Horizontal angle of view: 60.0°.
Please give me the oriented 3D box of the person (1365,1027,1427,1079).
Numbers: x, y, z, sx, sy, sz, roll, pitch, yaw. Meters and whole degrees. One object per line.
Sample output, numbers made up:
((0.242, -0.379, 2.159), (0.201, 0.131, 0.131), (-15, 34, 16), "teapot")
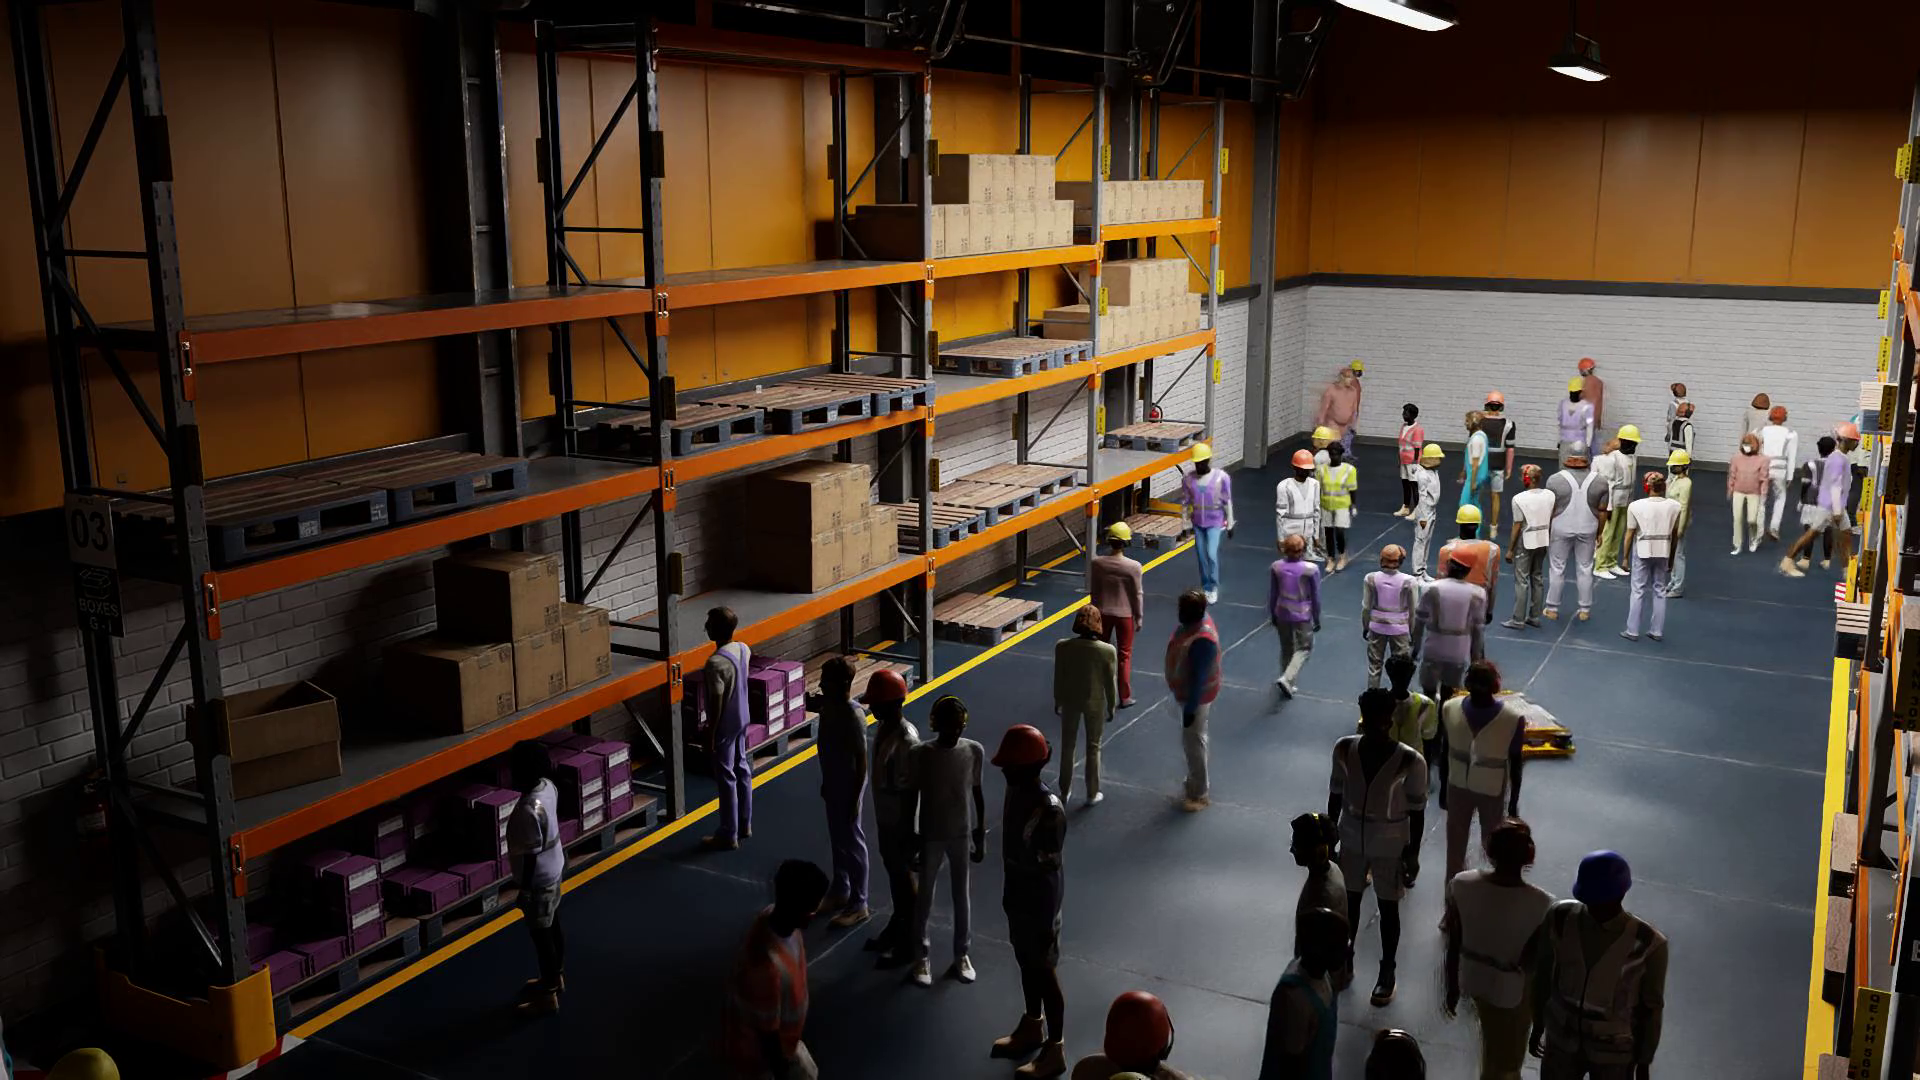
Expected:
((1.631, 2.732, 6.342), (0.504, 1.839, 0.341), (0, 13, 0), "person")

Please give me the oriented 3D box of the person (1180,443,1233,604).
((2.856, -0.200, 19.332), (0.611, 1.891, 0.556), (7, 14, 28), "person")

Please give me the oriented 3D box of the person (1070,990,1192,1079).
((0.662, 2.641, 6.407), (0.608, 1.987, 0.388), (6, 14, 25), "person")

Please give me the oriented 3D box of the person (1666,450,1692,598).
((8.434, -0.189, 19.600), (0.339, 1.761, 0.524), (3, 13, 11), "person")

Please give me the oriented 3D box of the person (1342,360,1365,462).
((6.792, -2.229, 28.733), (0.340, 1.760, 0.526), (6, 14, 27), "person")

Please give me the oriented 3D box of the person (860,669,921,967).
((-0.435, 1.746, 10.555), (0.387, 1.929, 0.544), (-5, 13, -20), "person")

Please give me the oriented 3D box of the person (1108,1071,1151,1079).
((0.616, 2.788, 6.006), (0.917, 1.875, 0.601), (4, 13, 16), "person")

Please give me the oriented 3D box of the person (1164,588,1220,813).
((1.829, 1.221, 13.201), (0.433, 1.811, 0.754), (0, 13, -1), "person")

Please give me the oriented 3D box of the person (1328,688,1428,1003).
((2.498, 1.830, 10.086), (0.614, 1.962, 0.362), (9, 15, 34), "person")

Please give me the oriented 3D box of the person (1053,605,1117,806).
((0.990, 1.309, 13.192), (0.504, 1.622, 0.296), (3, 13, 11), "person")

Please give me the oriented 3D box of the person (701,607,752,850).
((-1.741, 1.386, 12.347), (0.345, 1.847, 0.508), (5, 13, 21), "person")

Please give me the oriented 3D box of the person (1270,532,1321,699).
((3.145, 0.735, 15.757), (0.528, 1.620, 0.463), (11, 16, 40), "person")

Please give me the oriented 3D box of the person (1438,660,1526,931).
((3.496, 1.662, 11.169), (0.570, 1.826, 0.772), (8, 15, 32), "person")

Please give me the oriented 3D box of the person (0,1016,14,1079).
((-4.212, 2.589, 7.006), (0.429, 1.831, 0.635), (2, 13, 11), "person")

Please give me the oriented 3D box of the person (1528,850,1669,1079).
((2.963, 2.352, 7.811), (0.604, 1.937, 0.403), (11, 16, 39), "person")

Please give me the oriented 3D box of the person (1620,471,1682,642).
((7.362, 0.190, 17.723), (0.561, 1.838, 0.388), (0, 13, 0), "person")

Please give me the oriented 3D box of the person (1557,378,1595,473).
((9.401, -1.550, 25.408), (0.596, 1.887, 0.997), (11, 16, 39), "person")

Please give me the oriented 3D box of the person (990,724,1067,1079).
((0.368, 1.992, 9.225), (0.417, 2.034, 0.603), (-5, 14, -21), "person")

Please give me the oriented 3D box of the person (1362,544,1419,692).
((3.932, 0.844, 15.238), (0.514, 1.639, 0.311), (6, 14, 25), "person")

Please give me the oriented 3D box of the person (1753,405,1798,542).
((10.976, -0.891, 22.515), (0.573, 1.865, 0.518), (7, 15, 30), "person")

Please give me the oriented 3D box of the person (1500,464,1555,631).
((6.229, 0.080, 18.191), (0.567, 1.846, 0.389), (-6, 14, -27), "person")

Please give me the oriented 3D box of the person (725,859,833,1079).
((-0.797, 2.367, 7.792), (0.815, 1.913, 0.667), (2, 13, 9), "person")

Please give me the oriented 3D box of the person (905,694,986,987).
((-0.088, 1.842, 10.278), (0.517, 1.860, 0.322), (-3, 13, -12), "person")

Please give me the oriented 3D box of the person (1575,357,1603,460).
((10.262, -1.998, 27.222), (0.650, 1.962, 0.533), (-8, 15, -31), "person")

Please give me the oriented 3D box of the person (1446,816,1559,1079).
((2.718, 2.285, 8.405), (0.832, 1.812, 0.580), (-12, 17, -42), "person")

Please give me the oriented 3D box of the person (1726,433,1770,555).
((10.265, -0.590, 21.703), (0.513, 1.619, 0.369), (10, 16, 39), "person")

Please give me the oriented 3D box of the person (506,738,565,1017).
((-2.534, 1.997, 9.940), (0.318, 1.700, 0.535), (-1, 13, -2), "person")

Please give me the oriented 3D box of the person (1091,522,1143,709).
((1.472, 0.699, 15.614), (0.528, 1.762, 0.331), (7, 14, 28), "person")

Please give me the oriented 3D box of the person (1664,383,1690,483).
((11.473, -1.700, 26.632), (0.520, 1.636, 0.312), (-9, 16, -36), "person")

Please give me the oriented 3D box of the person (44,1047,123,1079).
((-3.245, 2.759, 6.258), (0.403, 1.824, 0.591), (0, 13, -1), "person")

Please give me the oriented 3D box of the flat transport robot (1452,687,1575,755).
((4.901, 1.606, 14.917), (0.652, 0.197, 1.431), (-1, 13, -4), "flat transport robot")

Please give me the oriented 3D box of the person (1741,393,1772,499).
((12.184, -1.434, 25.446), (0.285, 1.634, 0.499), (-7, 14, -28), "person")

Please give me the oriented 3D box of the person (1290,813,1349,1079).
((1.787, 2.257, 8.425), (0.333, 1.858, 0.510), (2, 13, 8), "person")

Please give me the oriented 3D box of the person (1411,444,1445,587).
((5.672, -0.300, 20.128), (0.300, 1.743, 0.488), (7, 14, 29), "person")

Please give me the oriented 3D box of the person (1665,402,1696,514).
((10.582, -1.206, 24.421), (0.307, 1.637, 0.512), (-1, 13, -6), "person")

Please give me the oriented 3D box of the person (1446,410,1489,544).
((6.841, -0.833, 22.296), (0.431, 1.837, 0.523), (6, 14, 27), "person")

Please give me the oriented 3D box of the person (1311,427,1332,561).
((4.647, -0.596, 21.450), (0.311, 1.744, 0.486), (9, 15, 34), "person")

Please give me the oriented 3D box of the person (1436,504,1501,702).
((4.749, 0.617, 15.638), (0.582, 1.919, 0.395), (0, 13, -1), "person")

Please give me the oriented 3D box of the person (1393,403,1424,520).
((6.484, -1.132, 23.977), (0.321, 1.690, 0.533), (-3, 13, -15), "person")

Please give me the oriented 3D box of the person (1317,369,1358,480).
((6.082, -1.846, 26.812), (0.659, 1.855, 0.942), (-8, 15, -31), "person")

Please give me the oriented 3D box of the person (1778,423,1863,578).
((10.652, -0.454, 20.312), (1.110, 1.977, 0.639), (8, 15, 33), "person")

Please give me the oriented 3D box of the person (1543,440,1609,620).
((6.864, -0.121, 18.652), (0.689, 2.000, 0.537), (2, 13, 9), "person")

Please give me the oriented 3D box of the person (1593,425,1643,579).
((8.142, -0.472, 20.505), (0.586, 1.918, 0.404), (-10, 16, -38), "person")

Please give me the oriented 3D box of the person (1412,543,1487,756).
((4.161, 0.941, 14.208), (0.573, 1.906, 0.422), (1, 13, 7), "person")

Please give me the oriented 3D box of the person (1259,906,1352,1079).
((1.532, 2.490, 7.450), (0.365, 1.832, 0.517), (5, 14, 22), "person")

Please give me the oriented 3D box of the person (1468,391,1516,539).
((7.225, -1.018, 22.699), (0.611, 2.032, 0.411), (3, 13, 11), "person")

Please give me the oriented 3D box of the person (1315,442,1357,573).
((4.660, -0.406, 20.721), (0.567, 1.676, 0.385), (7, 15, 30), "person")

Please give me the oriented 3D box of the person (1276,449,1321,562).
((3.809, -0.070, 18.684), (0.546, 1.929, 0.389), (-5, 13, -20), "person")

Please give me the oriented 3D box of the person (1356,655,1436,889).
((3.059, 1.624, 11.649), (0.568, 1.693, 0.411), (2, 13, 7), "person")

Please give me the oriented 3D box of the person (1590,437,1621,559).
((8.456, -0.577, 21.711), (0.544, 1.596, 0.734), (9, 16, 36), "person")

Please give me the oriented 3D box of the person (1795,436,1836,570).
((10.839, -0.465, 20.966), (0.541, 1.695, 0.316), (1, 13, 4), "person")

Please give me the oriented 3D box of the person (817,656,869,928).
((-0.792, 1.665, 11.094), (0.344, 1.847, 0.505), (-7, 14, -28), "person")
